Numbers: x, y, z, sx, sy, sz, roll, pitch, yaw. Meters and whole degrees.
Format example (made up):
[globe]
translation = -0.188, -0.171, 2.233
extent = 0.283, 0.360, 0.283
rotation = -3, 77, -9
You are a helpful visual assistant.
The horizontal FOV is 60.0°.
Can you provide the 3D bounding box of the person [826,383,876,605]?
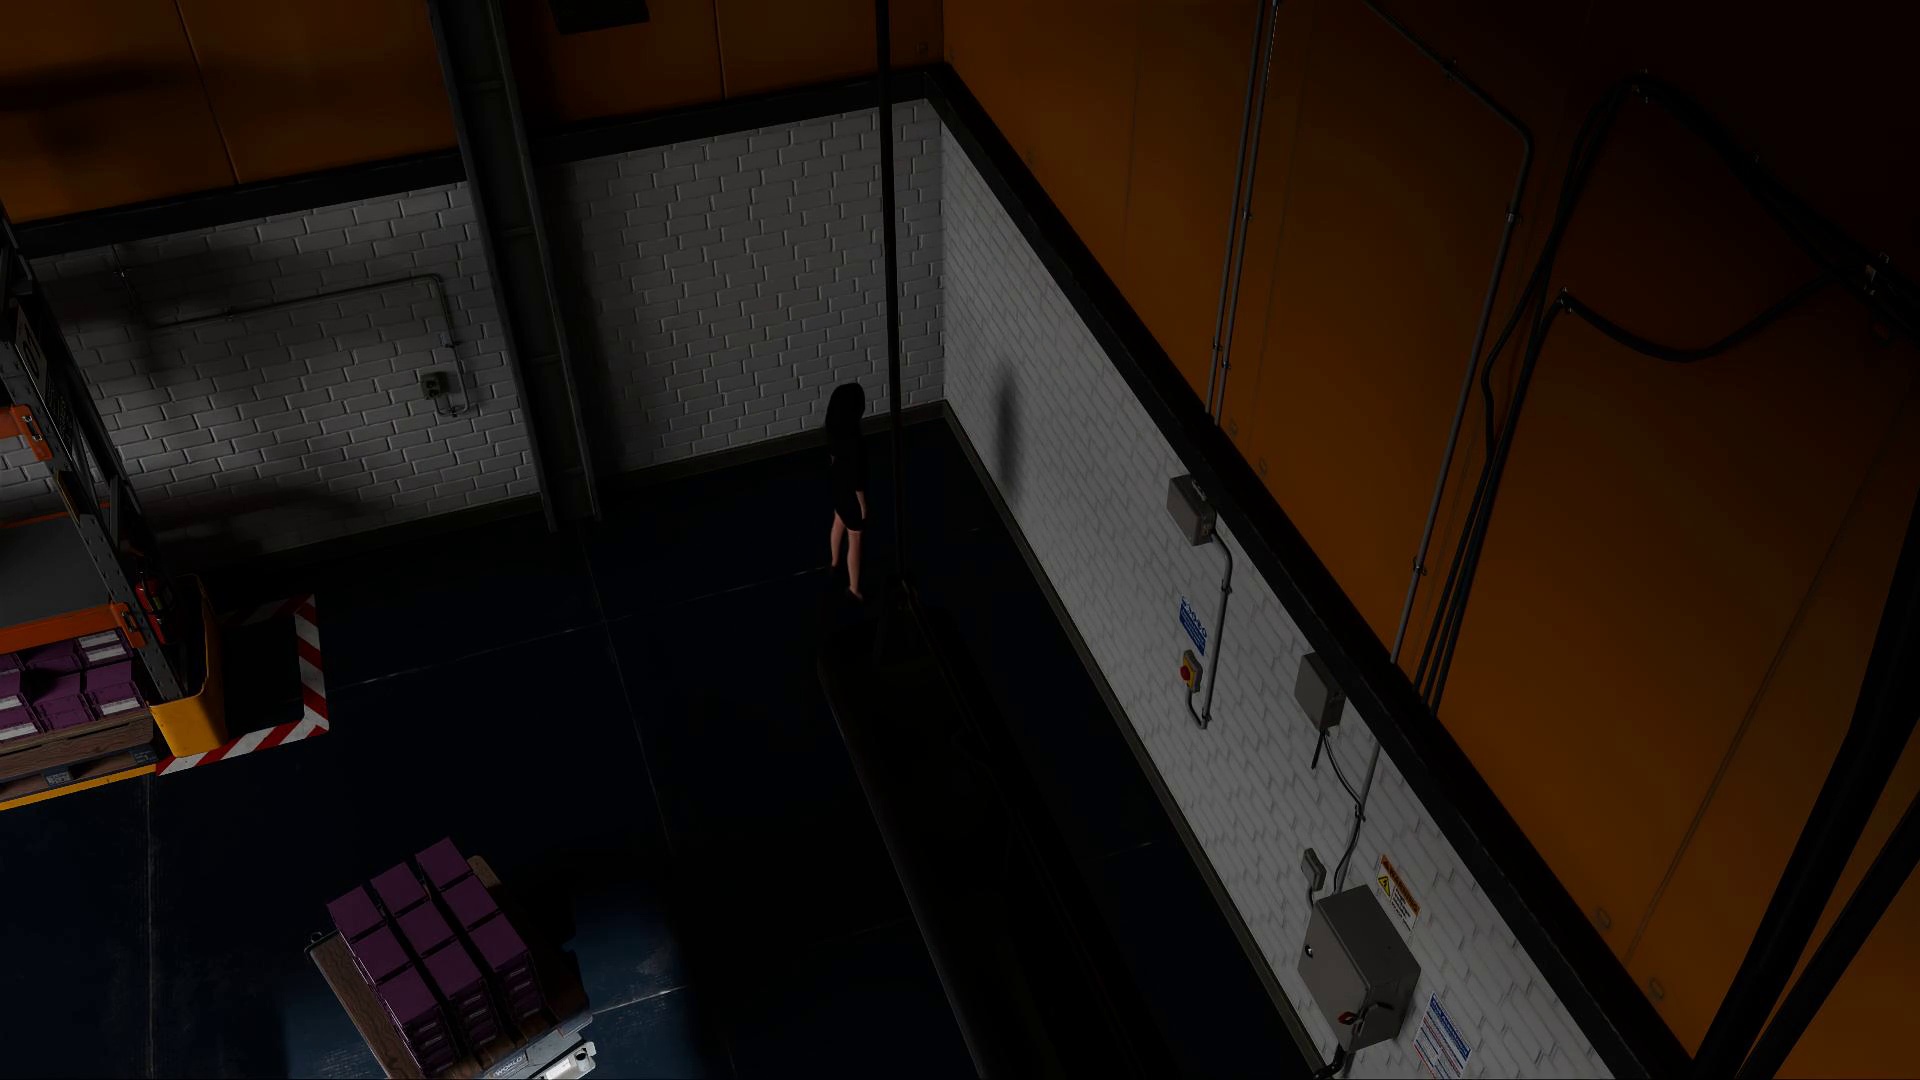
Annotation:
[person]
translation = -0.758, -0.301, 11.159
extent = 0.526, 1.800, 0.613
rotation = -20, 47, -20
